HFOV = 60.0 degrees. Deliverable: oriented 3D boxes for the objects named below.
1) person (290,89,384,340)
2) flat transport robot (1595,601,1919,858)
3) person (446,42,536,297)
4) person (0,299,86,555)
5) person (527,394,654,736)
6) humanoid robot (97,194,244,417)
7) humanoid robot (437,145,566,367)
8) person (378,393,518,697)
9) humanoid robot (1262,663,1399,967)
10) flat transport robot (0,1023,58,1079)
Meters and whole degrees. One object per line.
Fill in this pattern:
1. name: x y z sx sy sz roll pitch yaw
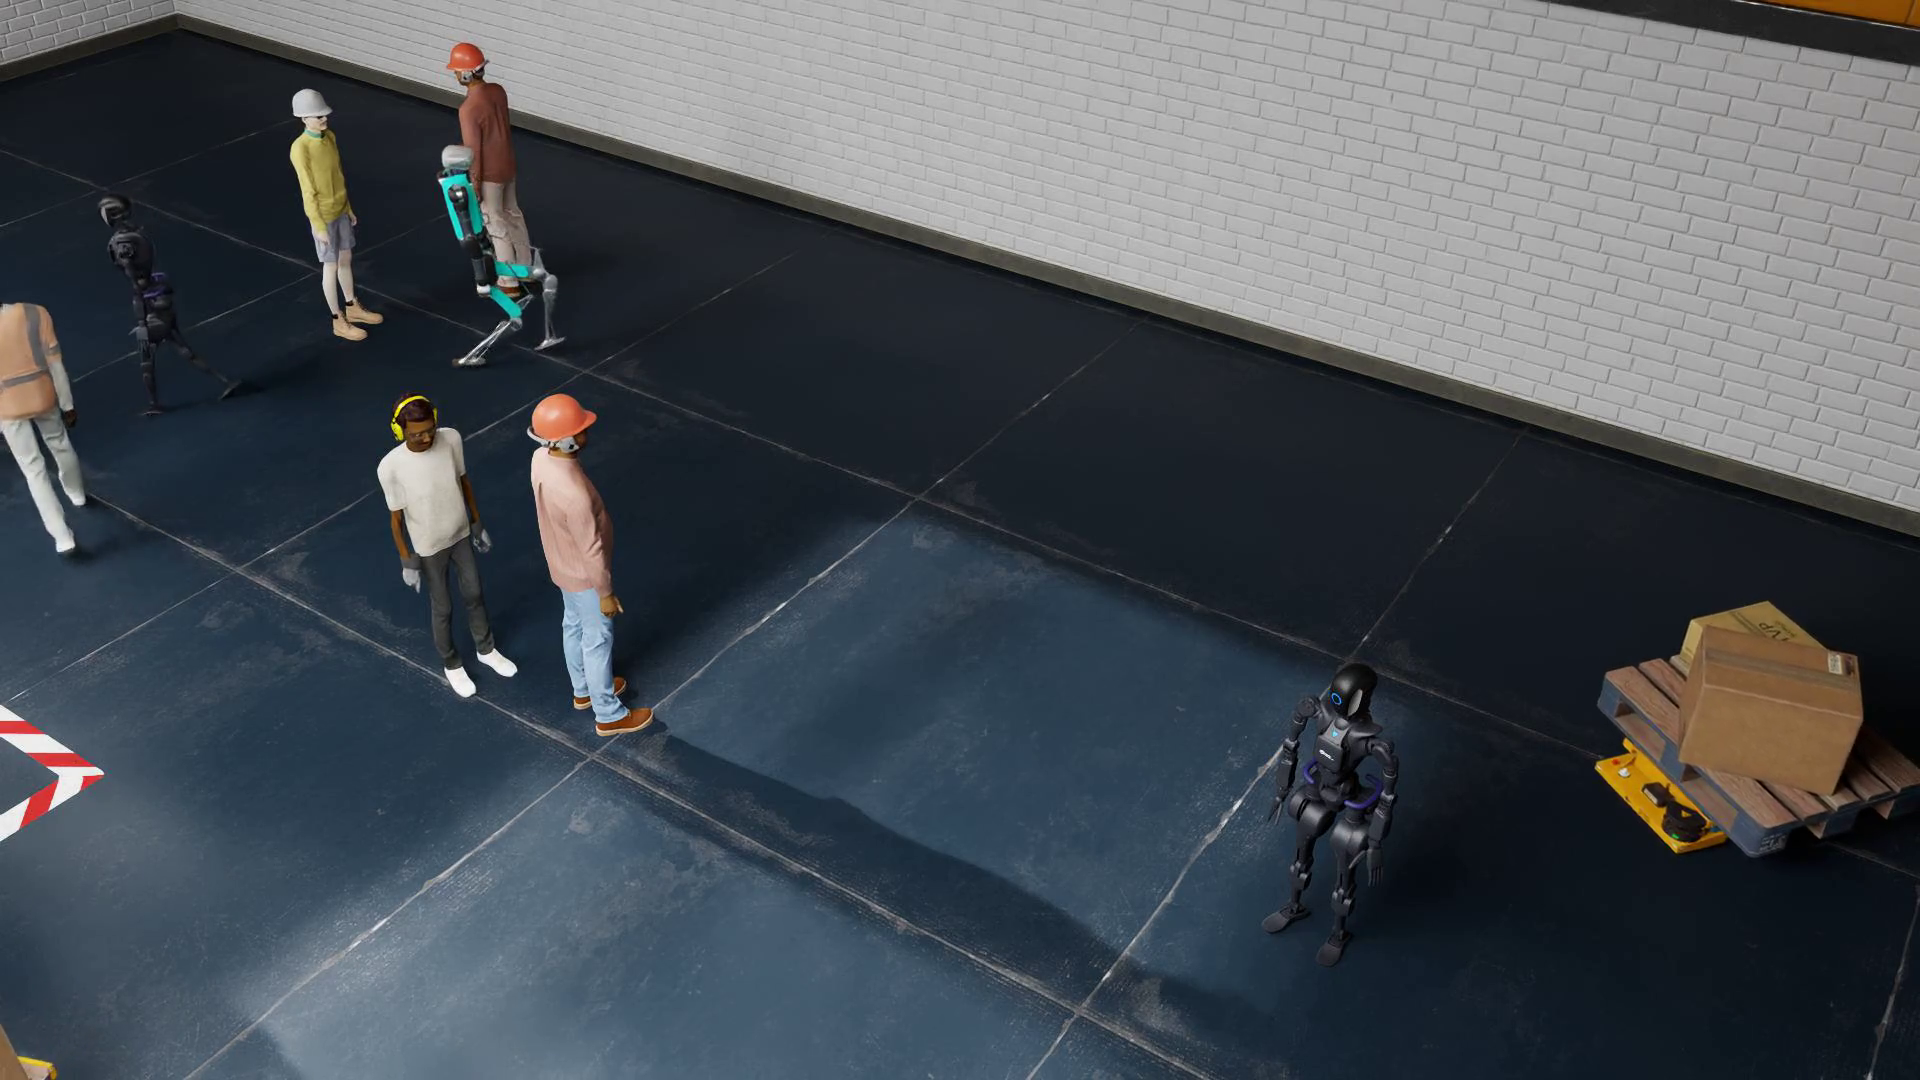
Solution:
1. person: -4.660 -2.411 12.297 0.391 1.892 0.472 8 36 11
2. flat transport robot: 4.091 1.179 8.578 1.431 0.231 0.659 -11 37 -16
3. person: -3.633 -2.852 12.849 0.405 1.986 0.614 7 36 10
4. person: -5.662 -0.834 10.057 0.585 1.870 0.918 -26 42 -32
5. person: -1.933 0.137 8.563 0.376 1.997 0.610 -21 40 -27
6. humanoid robot: -5.489 -1.604 11.379 0.780 1.627 0.609 -10 36 -14
7. humanoid robot: -3.226 -1.995 11.873 1.043 1.756 0.559 -10 36 -14
8. person: -2.737 0.025 8.849 0.352 1.856 0.521 26 42 32
9. humanoid robot: 1.645 1.200 7.308 0.315 1.657 0.599 -30 45 -35
10. flat transport robot: -4.335 2.586 6.568 0.659 0.231 1.431 7 36 11
